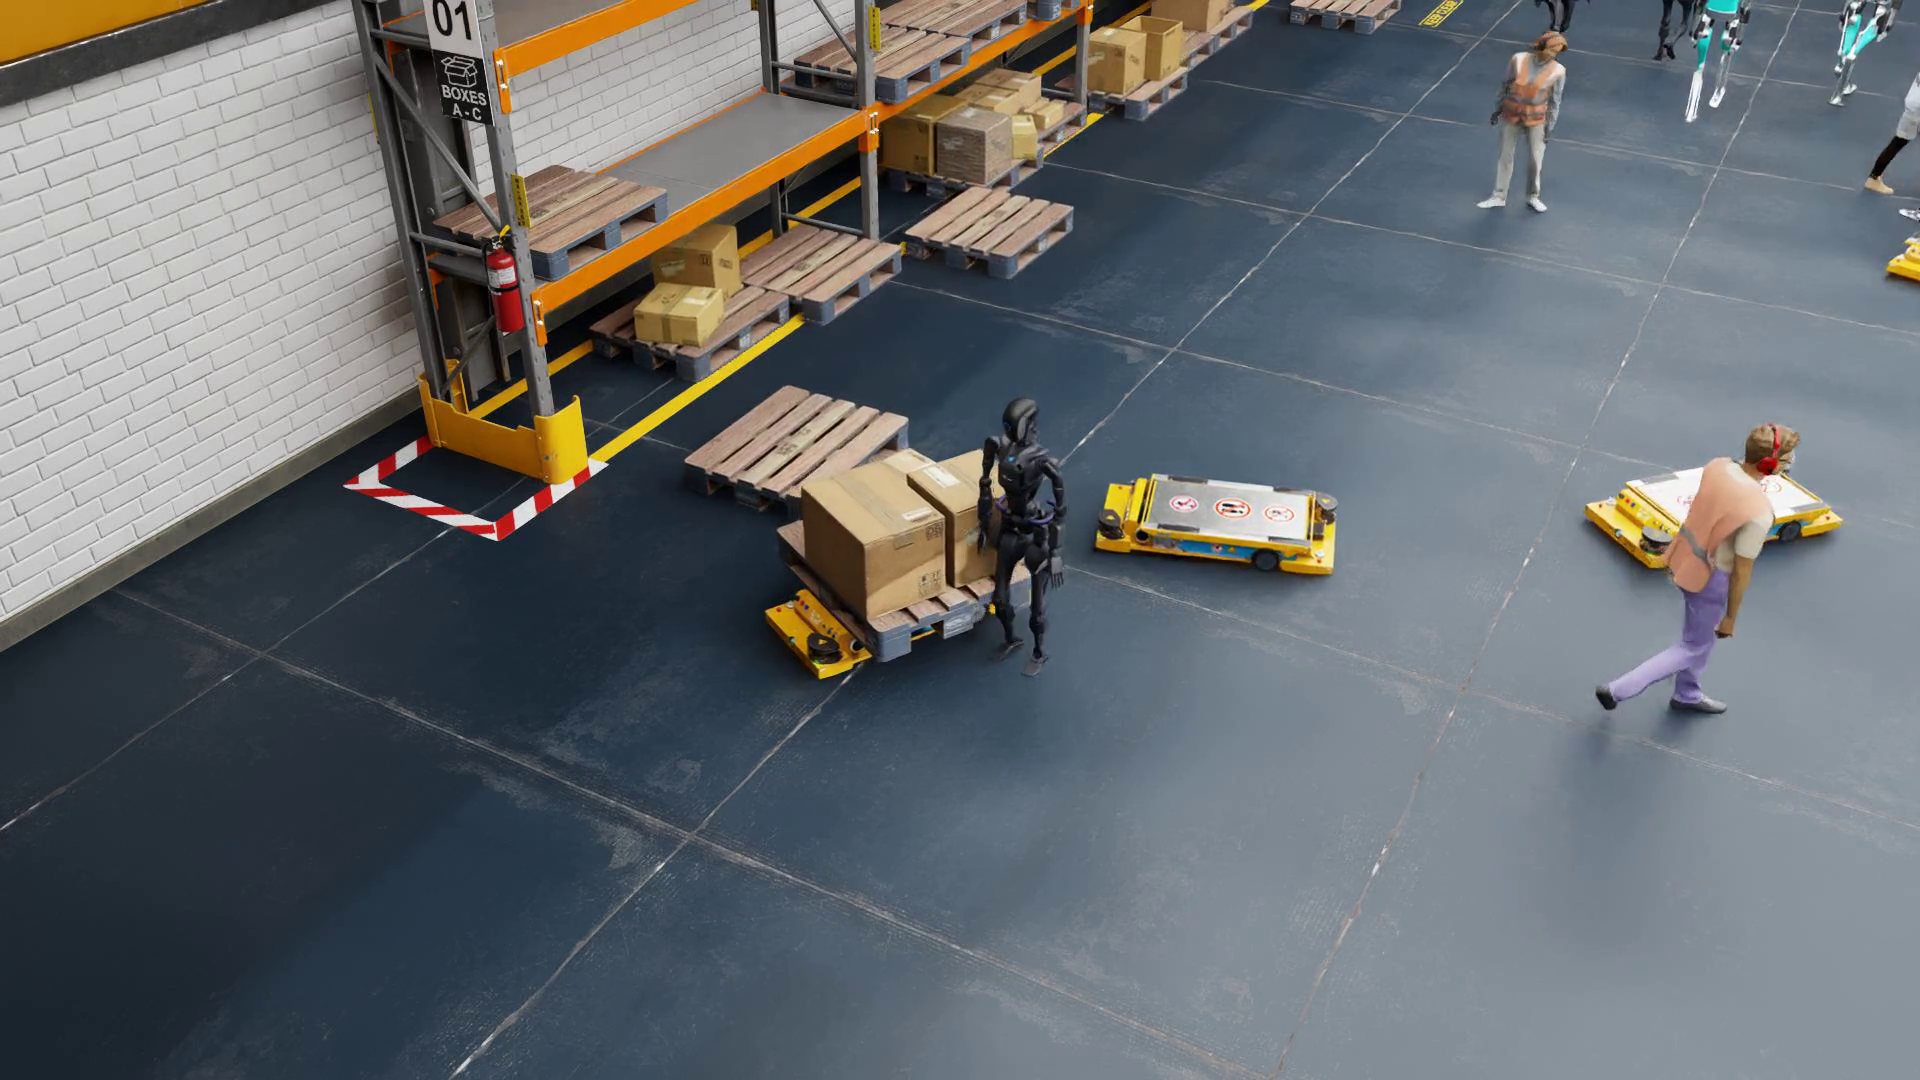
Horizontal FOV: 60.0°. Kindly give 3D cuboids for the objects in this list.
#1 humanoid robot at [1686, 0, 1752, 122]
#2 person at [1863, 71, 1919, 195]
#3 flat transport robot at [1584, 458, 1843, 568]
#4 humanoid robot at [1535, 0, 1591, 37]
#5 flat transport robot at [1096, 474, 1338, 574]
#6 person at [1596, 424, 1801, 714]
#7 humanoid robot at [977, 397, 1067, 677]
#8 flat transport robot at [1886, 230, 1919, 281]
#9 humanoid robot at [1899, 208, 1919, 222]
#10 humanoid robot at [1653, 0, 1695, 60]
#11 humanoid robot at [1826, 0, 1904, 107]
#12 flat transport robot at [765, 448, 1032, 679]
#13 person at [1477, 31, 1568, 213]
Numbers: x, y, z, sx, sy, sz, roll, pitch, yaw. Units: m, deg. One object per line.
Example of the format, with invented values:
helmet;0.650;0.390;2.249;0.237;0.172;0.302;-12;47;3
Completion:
humanoid robot;7.613;-5.098;16.553;0.540;1.770;0.971;22;39;29
person;8.612;-3.799;14.630;0.854;1.653;0.543;17;37;24
flat transport robot;4.730;-0.184;10.427;1.431;0.231;0.659;-11;35;-15
humanoid robot;6.508;-6.021;17.995;0.609;1.632;0.632;-5;34;-8
flat transport robot;1.598;-0.107;10.310;1.431;0.231;0.659;7;34;10
person;3.737;0.205;8.443;0.715;1.810;0.610;0;33;1
humanoid robot;0.338;-0.022;8.901;0.587;1.651;0.325;23;40;30
flat transport robot;8.320;-2.418;13.806;1.431;0.231;0.659;-28;43;-36
humanoid robot;8.570;-3.387;13.949;0.555;1.751;0.937;-16;37;-23
humanoid robot;7.768;-6.008;17.965;0.596;1.647;0.431;25;41;33
humanoid robot;9.007;-5.154;16.662;0.562;1.749;1.019;28;43;35
flat transport robot;-0.348;0.340;9.634;1.431;0.231;0.659;-20;38;-27
person;4.905;-3.611;14.397;0.613;1.610;0.335;19;38;27
